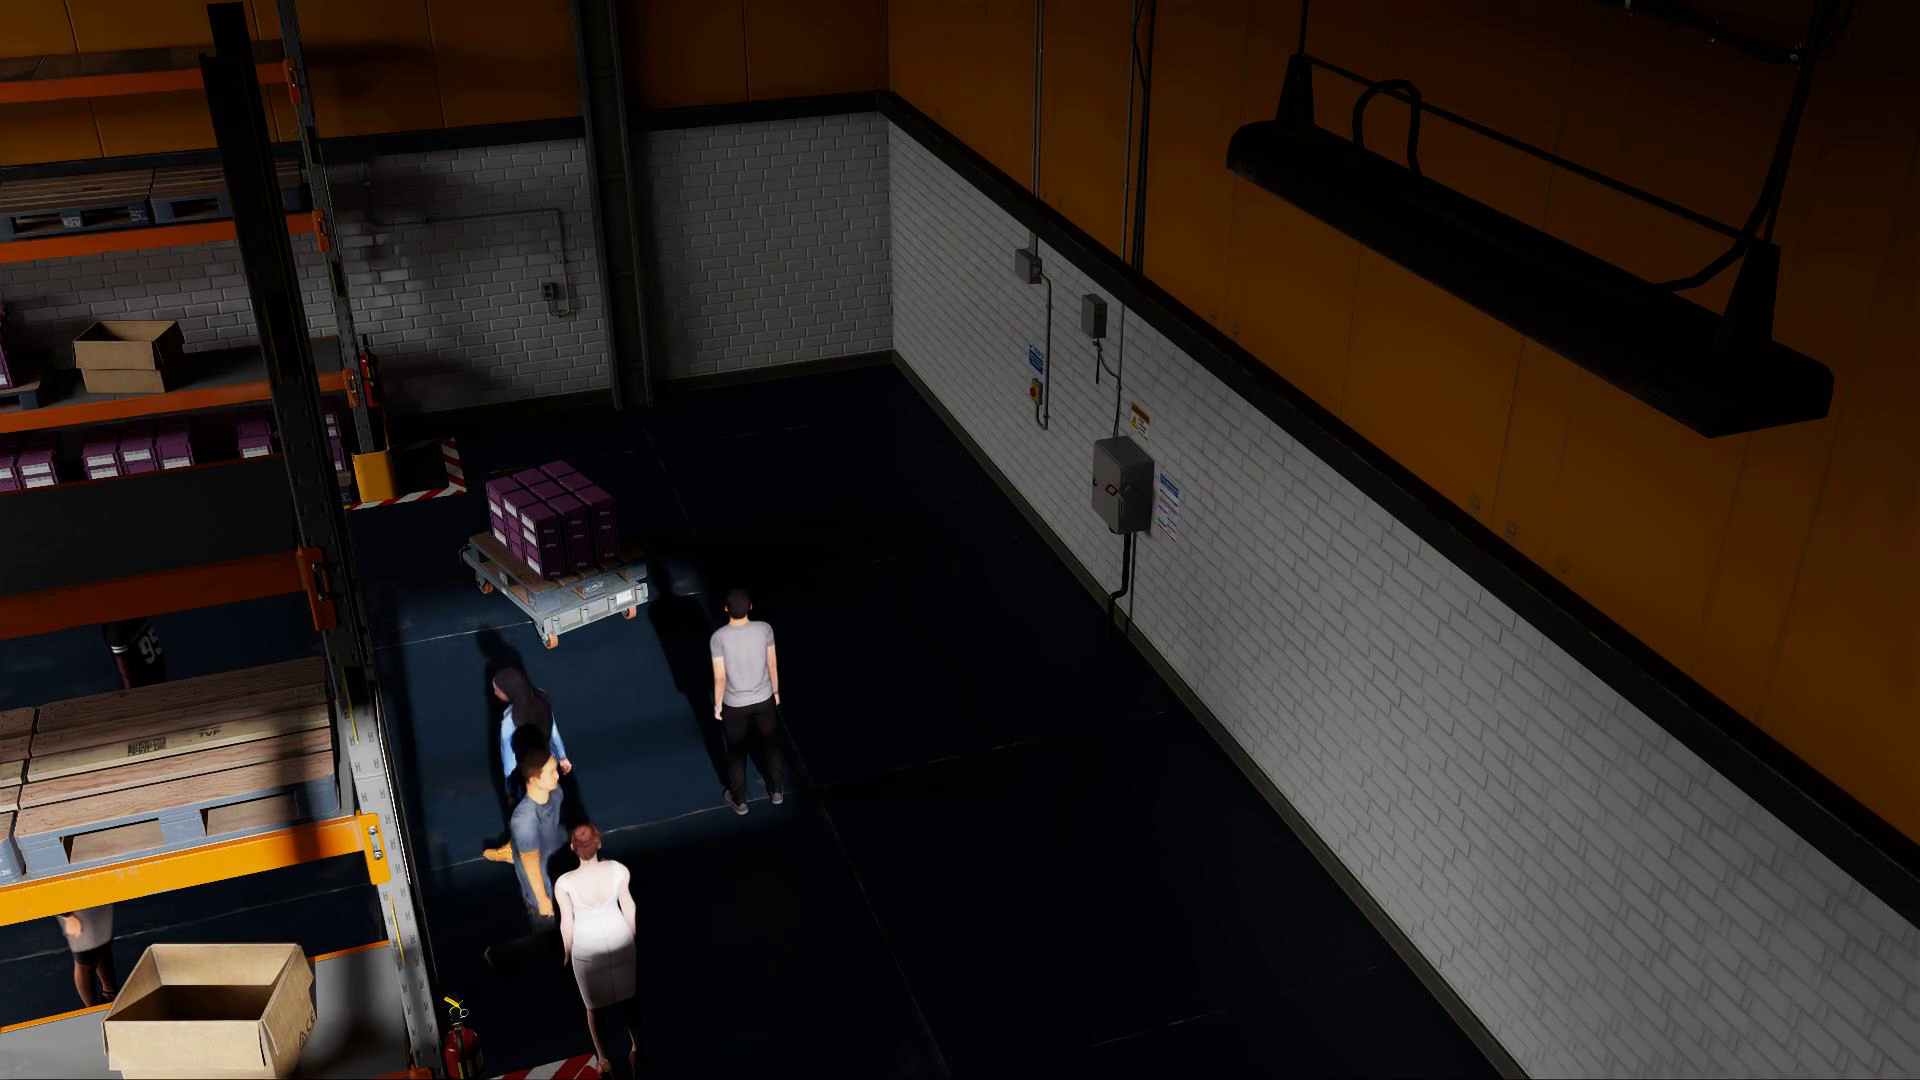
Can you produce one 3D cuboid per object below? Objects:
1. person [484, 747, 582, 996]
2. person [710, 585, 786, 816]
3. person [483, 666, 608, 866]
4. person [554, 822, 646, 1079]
[{"bbox_3d":[-2.461,1.974,9.643,1.073,1.793,0.958,8,30,14],"label":"person"},{"bbox_3d":[-1.449,1.076,11.330,0.489,1.754,0.683,-12,31,-20],"label":"person"},{"bbox_3d":[-2.591,1.551,10.568,1.290,1.650,1.133,10,30,18],"label":"person"},{"bbox_3d":[-1.965,2.260,9.119,0.429,1.793,0.640,-11,30,-19],"label":"person"}]
